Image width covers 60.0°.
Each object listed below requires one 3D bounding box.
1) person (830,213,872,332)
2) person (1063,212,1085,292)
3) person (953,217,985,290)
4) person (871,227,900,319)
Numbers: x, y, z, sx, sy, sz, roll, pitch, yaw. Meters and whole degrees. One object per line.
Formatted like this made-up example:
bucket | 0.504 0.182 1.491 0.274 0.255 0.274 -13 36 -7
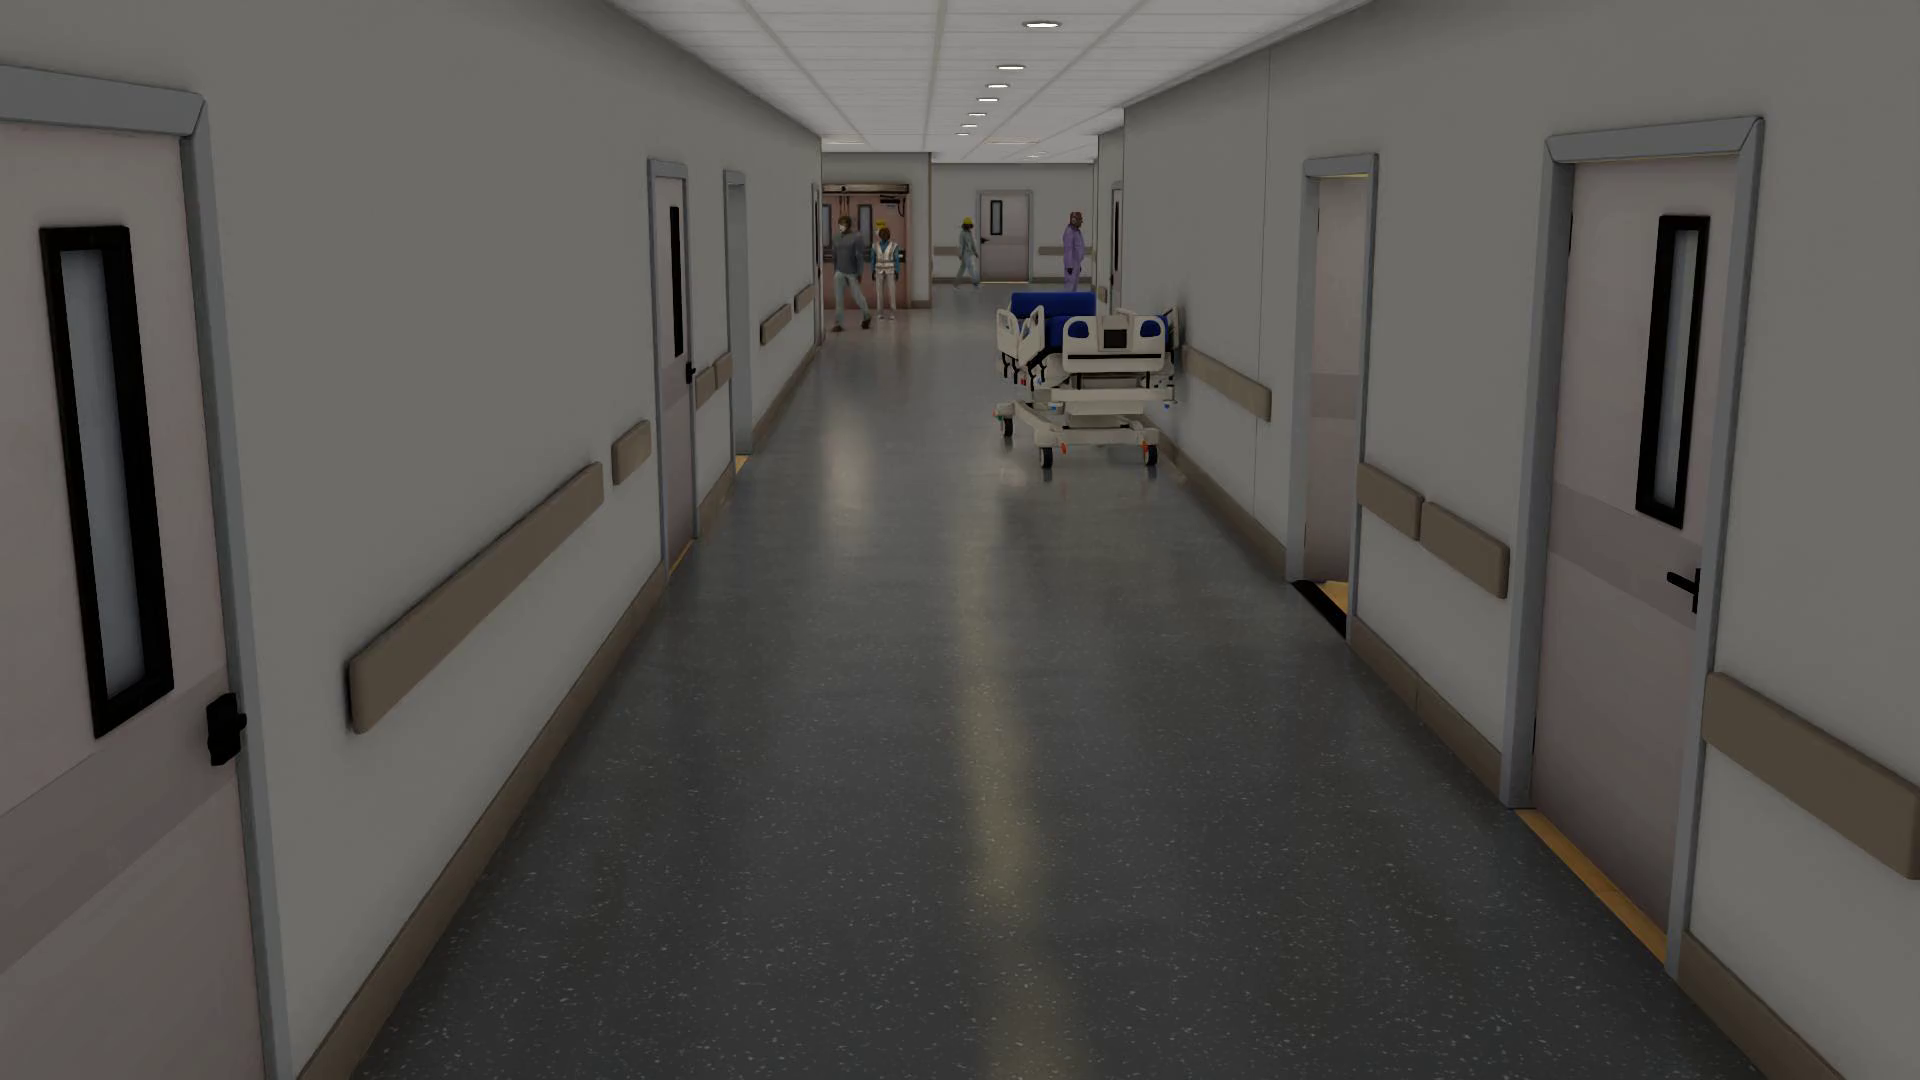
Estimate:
person | -1.774 -4.334 26.978 0.638 1.911 0.952 6 13 28
person | 2.112 -5.095 30.689 0.397 1.900 0.637 4 12 17
person | 0.197 -6.763 39.290 0.872 1.698 0.498 5 12 21
person | -1.330 -4.742 29.605 0.525 1.630 0.316 2 12 12
